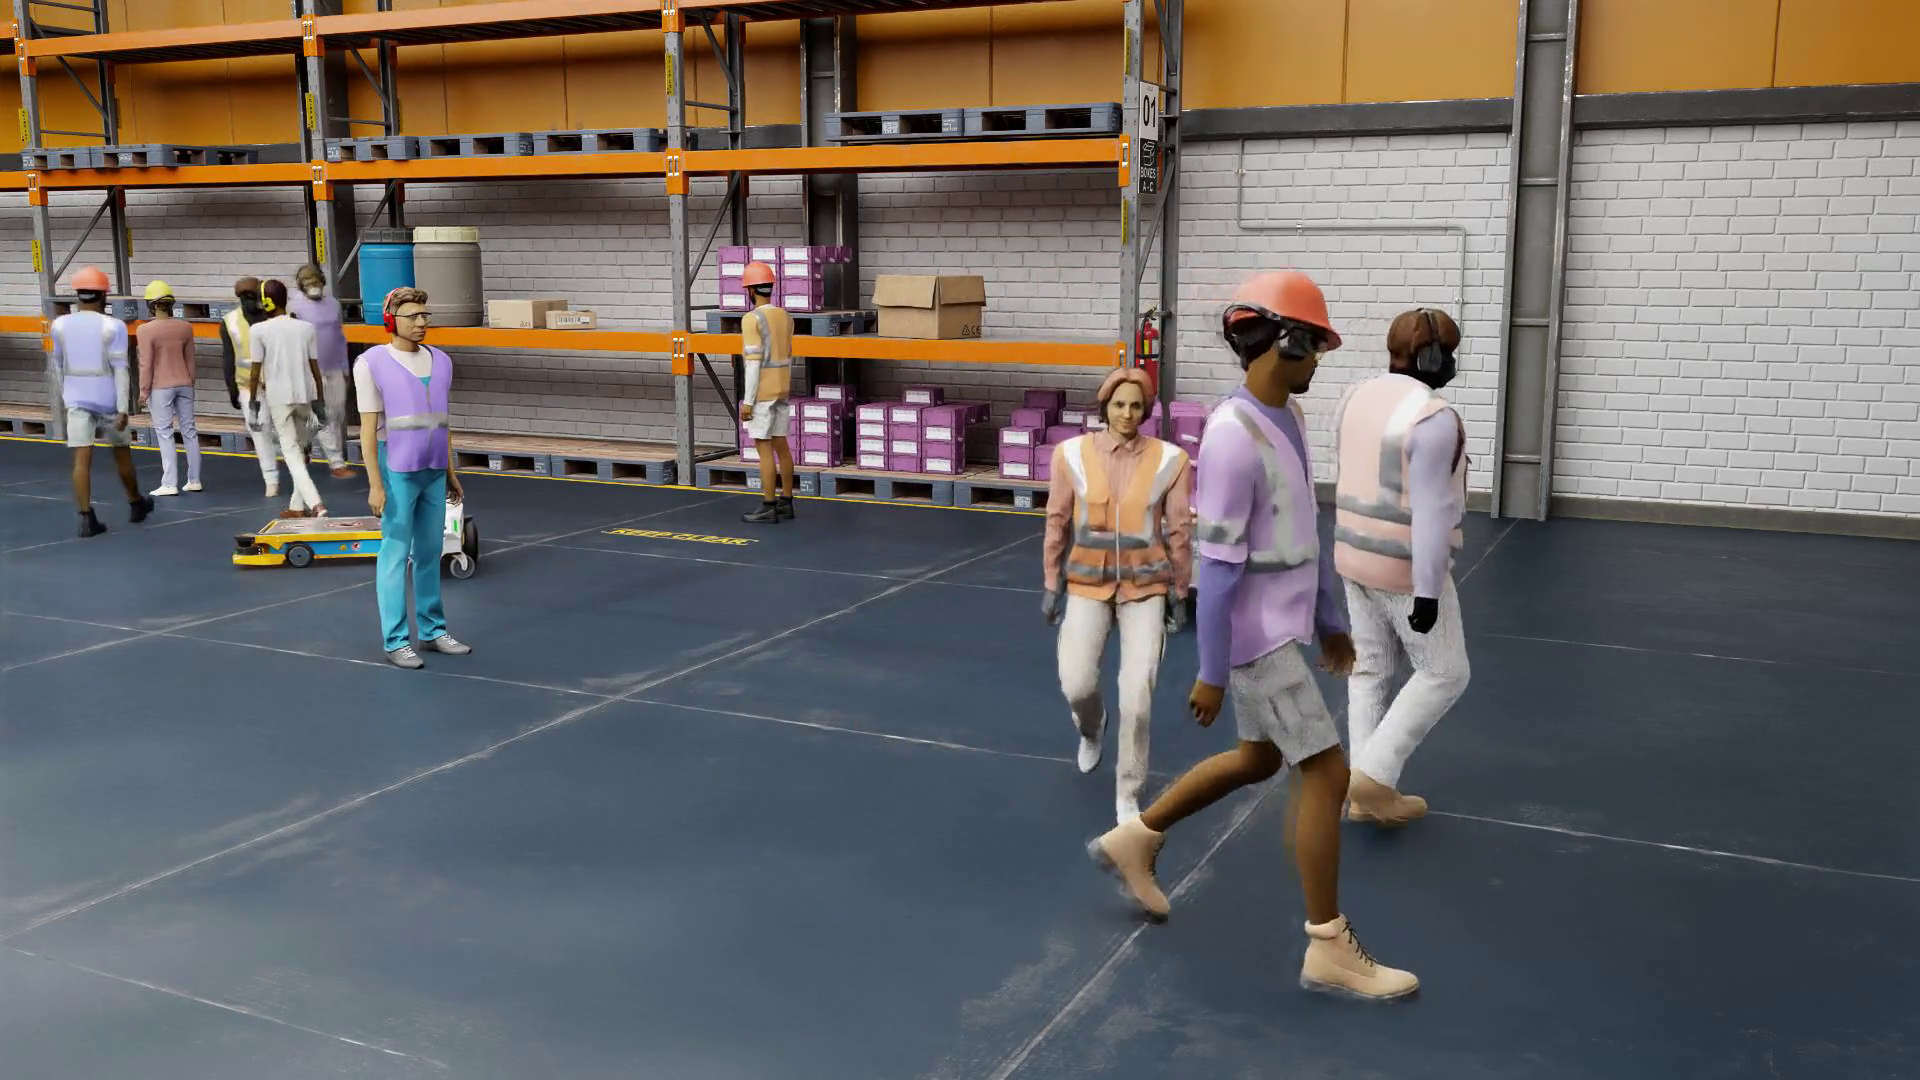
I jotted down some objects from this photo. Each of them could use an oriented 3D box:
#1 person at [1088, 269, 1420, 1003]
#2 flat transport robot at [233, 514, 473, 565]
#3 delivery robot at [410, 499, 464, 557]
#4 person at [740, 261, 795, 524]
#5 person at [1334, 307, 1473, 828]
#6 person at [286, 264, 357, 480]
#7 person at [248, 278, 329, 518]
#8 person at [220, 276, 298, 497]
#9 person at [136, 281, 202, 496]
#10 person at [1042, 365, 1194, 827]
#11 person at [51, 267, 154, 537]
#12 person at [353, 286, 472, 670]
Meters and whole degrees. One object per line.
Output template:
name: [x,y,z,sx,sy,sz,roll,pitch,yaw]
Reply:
person: [0.815,0.236,4.645,0.953,1.976,0.596,4,11,19]
flat transport robot: [-3.961,-0.012,10.944,1.431,0.197,0.652,-2,10,-12]
delivery robot: [-3.279,-0.099,10.363,0.477,0.478,0.707,-2,10,-14]
person: [-1.453,-1.084,12.324,0.376,1.934,0.547,5,11,28]
person: [1.526,0.113,5.782,0.435,1.824,0.646,-3,10,-17]
person: [-5.739,-1.484,14.727,0.819,1.901,0.670,4,11,23]
person: [-4.861,-0.986,12.098,0.907,1.831,0.540,9,13,41]
person: [-5.725,-1.266,13.729,0.655,1.809,0.504,-3,10,-17]
person: [-6.531,-1.242,13.705,0.315,1.769,0.524,5,11,26]
person: [0.564,0.180,5.933,0.535,1.619,0.535,1,10,6]
person: [-6.208,-1.011,12.014,0.571,1.887,0.965,-1,10,-6]
person: [-2.690,-0.310,8.141,0.386,1.845,0.568,5,11,26]
